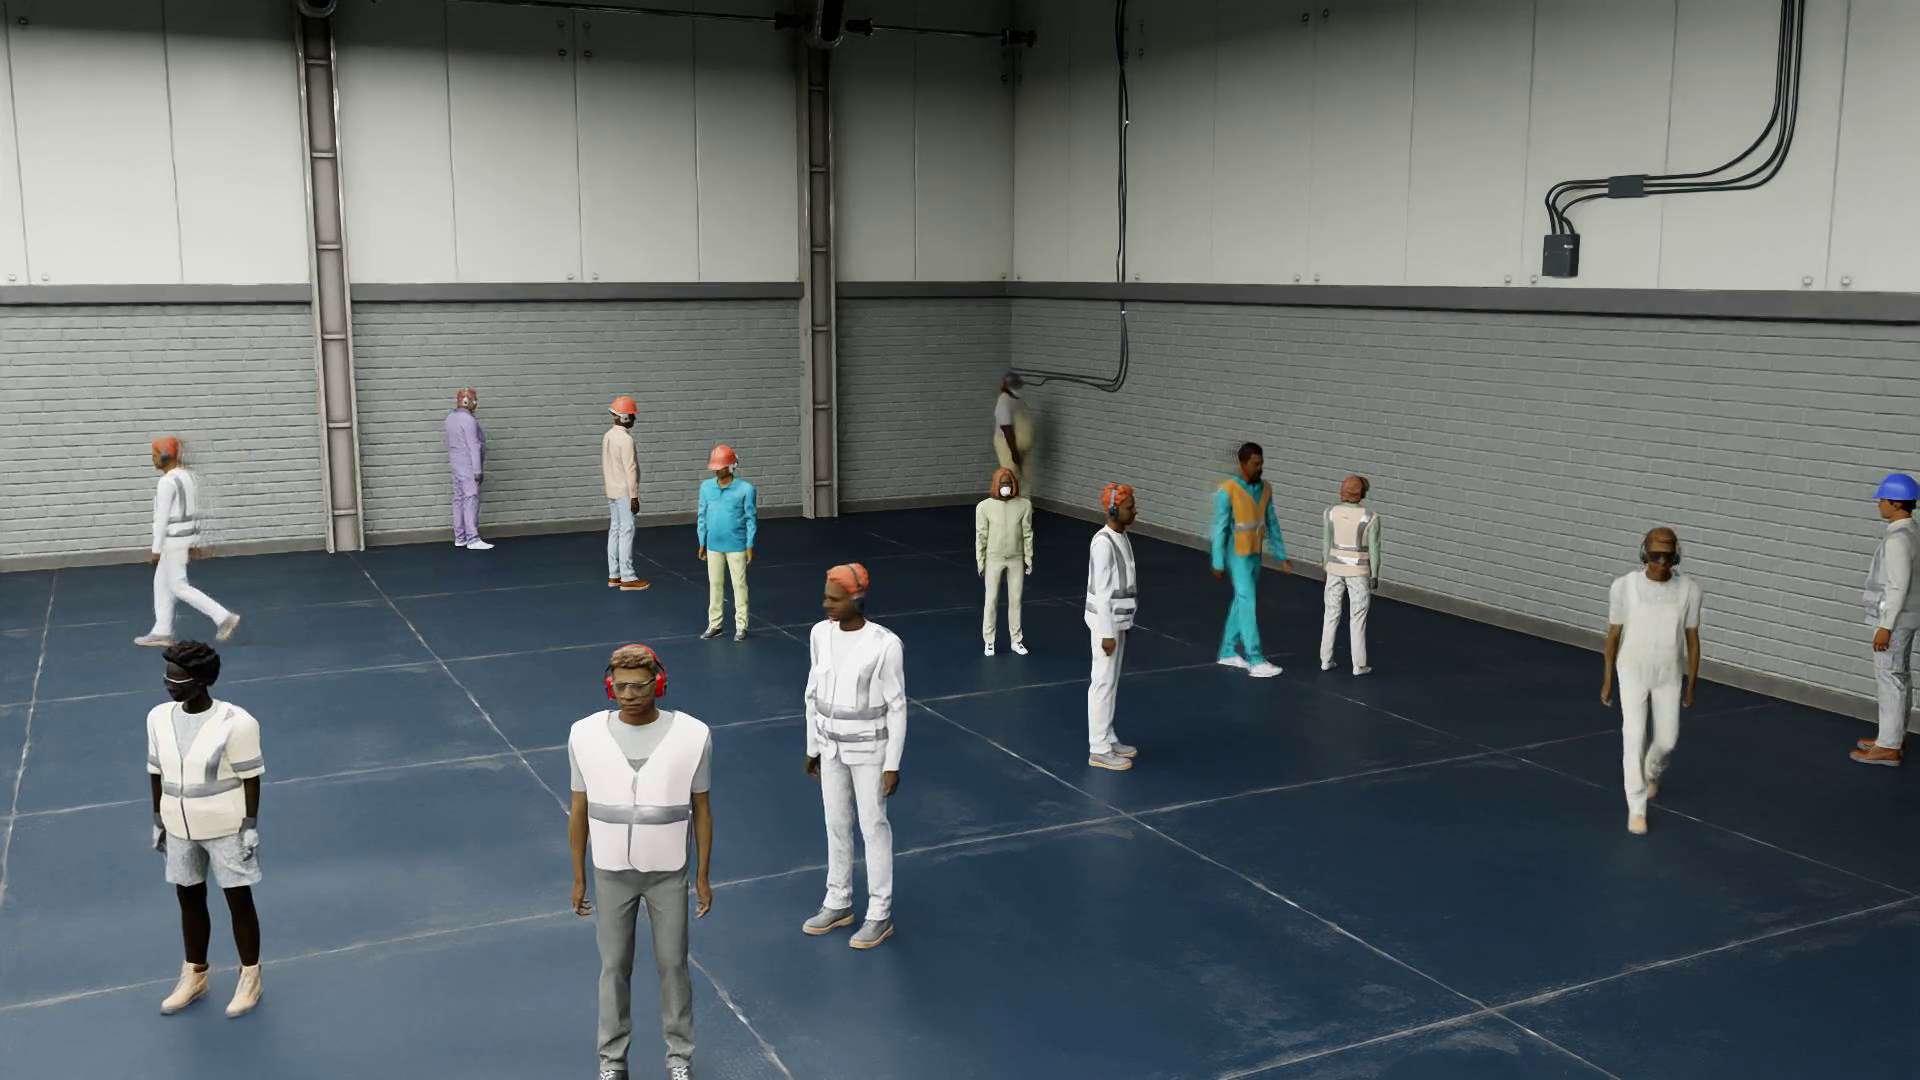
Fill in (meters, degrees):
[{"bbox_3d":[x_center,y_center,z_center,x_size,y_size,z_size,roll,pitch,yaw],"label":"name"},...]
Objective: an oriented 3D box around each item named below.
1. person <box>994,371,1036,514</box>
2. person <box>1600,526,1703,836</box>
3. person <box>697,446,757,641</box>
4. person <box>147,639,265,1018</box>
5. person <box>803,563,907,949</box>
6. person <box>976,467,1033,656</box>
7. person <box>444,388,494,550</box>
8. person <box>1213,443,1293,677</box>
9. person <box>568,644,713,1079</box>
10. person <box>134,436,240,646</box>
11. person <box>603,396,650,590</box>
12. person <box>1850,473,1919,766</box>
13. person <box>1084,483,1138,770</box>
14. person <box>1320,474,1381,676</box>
[{"bbox_3d":[0.728,-1.278,21.905,0.554,2.000,0.778,5,10,28],"label":"person"},{"bbox_3d":[4.068,0.792,9.838,0.534,1.825,0.604,3,10,17],"label":"person"},{"bbox_3d":[-2.080,0.030,14.755,0.561,1.742,0.337,3,10,16],"label":"person"},{"bbox_3d":[-3.314,1.259,7.320,0.537,1.698,0.321,2,9,10],"label":"person"},{"bbox_3d":[-0.522,1.040,8.109,0.585,1.878,0.337,7,11,36],"label":"person"},{"bbox_3d":[0.378,0.185,14.172,0.498,1.627,0.280,-2,9,-13],"label":"person"},{"bbox_3d":[-5.792,-0.837,19.618,0.403,1.904,0.637,-8,12,-41],"label":"person"},{"bbox_3d":[2.414,0.159,13.522,0.608,1.885,0.791,-9,13,-43],"label":"person"},{"bbox_3d":[-1.253,1.306,6.577,0.565,1.846,0.389,-1,9,-5],"label":"person"},{"bbox_3d":[-6.766,0.020,14.449,0.855,1.853,0.573,-2,9,-12],"label":"person"},{"bbox_3d":[-3.456,-0.482,17.142,0.390,1.991,0.626,-6,11,-34],"label":"person"},{"bbox_3d":[6.207,0.524,11.082,0.401,1.945,0.614,7,12,38],"label":"person"},{"bbox_3d":[1.016,0.563,11.045,0.360,1.883,0.574,3,10,17],"label":"person"},{"bbox_3d":[3.174,0.284,13.552,0.510,1.630,0.316,7,12,38],"label":"person"}]
